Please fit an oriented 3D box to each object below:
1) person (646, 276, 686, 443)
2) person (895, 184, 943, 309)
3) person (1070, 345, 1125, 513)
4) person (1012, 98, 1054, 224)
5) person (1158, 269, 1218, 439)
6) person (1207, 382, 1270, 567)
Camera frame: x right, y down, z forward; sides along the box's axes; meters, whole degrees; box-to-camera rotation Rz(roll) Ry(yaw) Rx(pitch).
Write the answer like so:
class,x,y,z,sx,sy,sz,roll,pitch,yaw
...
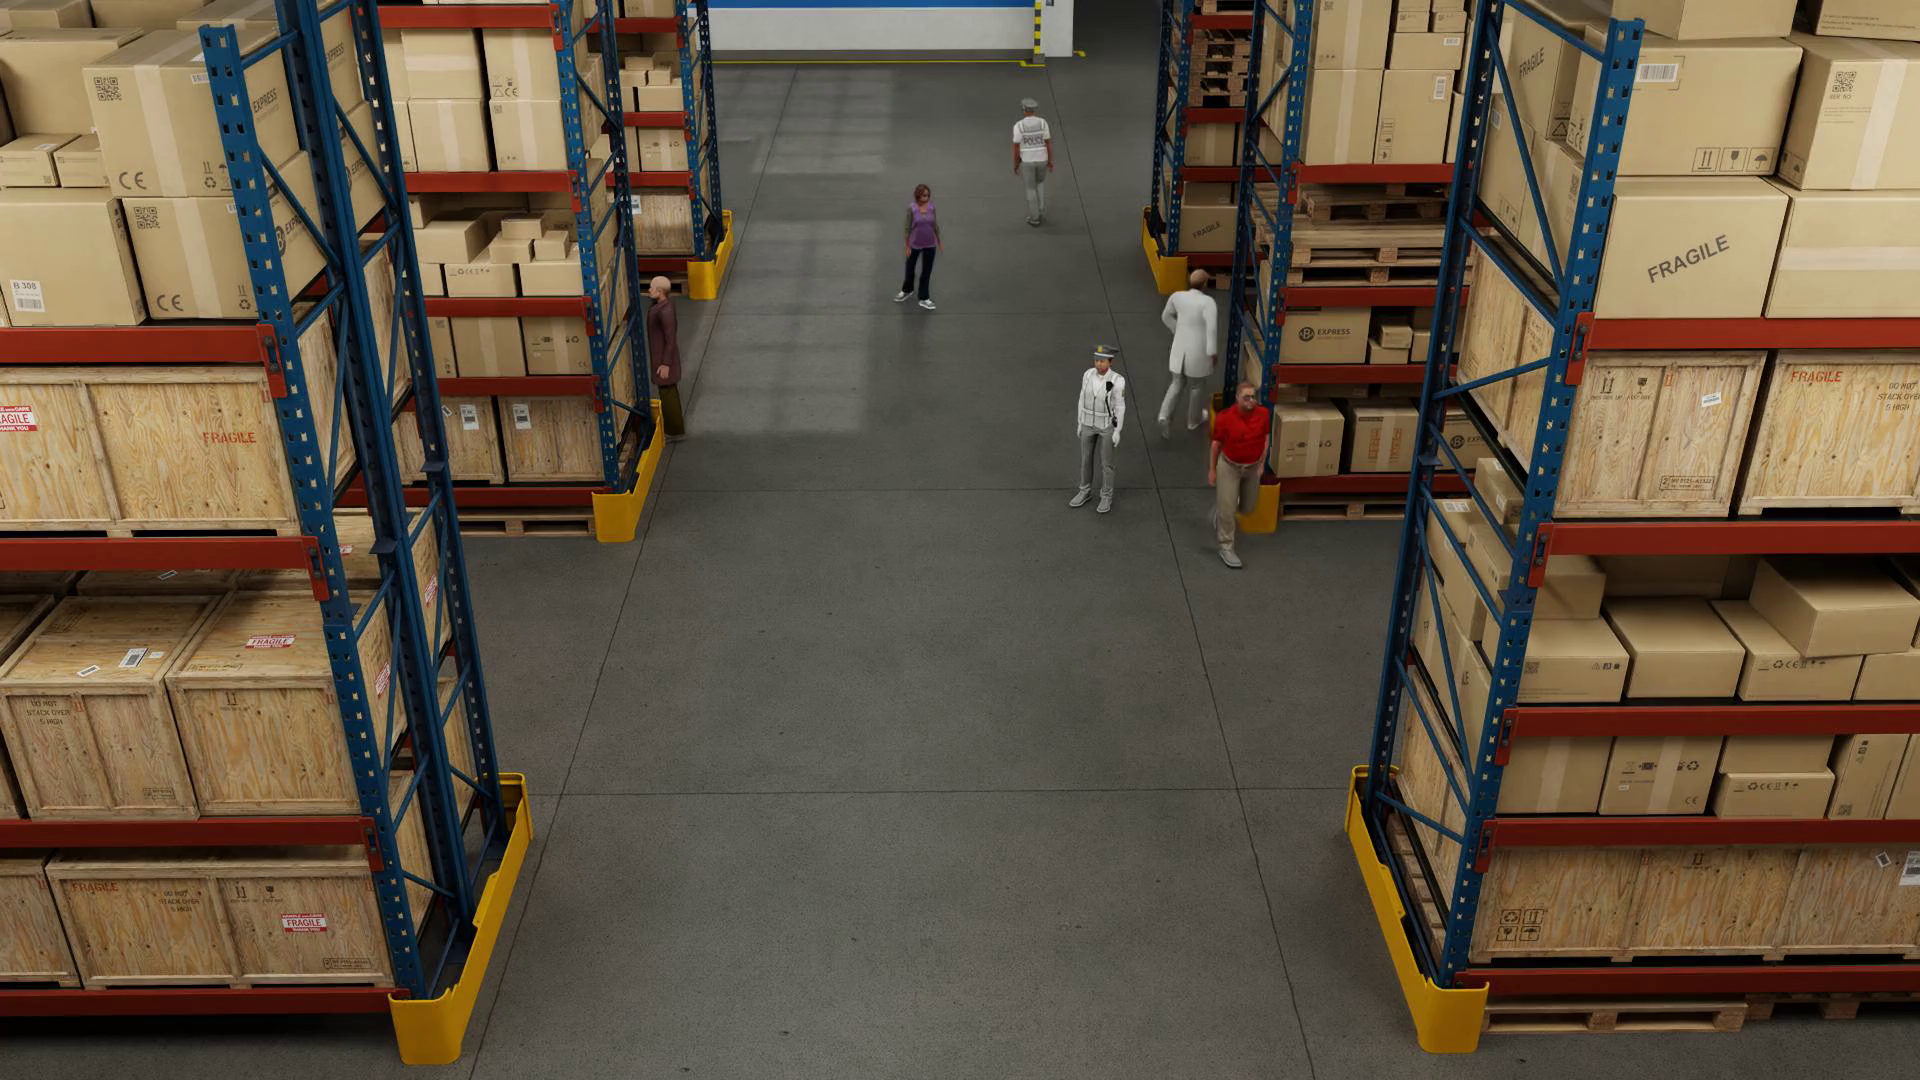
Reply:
class,x,y,z,sx,sy,sz,roll,pitch,yaw
person,-3.133,-1.906,17.431,0.394,1.781,0.571,-4,28,-7
person,-0.513,-3.738,21.038,0.586,1.591,0.516,-8,29,-14
person,1.341,-1.095,16.028,0.457,1.689,0.357,13,31,23
person,1.046,-5.462,24.073,0.568,1.776,0.555,-9,30,-17
person,2.412,-1.960,17.577,0.728,1.811,0.864,18,33,29
person,2.525,-0.682,15.216,0.552,1.715,0.778,-8,29,-15
